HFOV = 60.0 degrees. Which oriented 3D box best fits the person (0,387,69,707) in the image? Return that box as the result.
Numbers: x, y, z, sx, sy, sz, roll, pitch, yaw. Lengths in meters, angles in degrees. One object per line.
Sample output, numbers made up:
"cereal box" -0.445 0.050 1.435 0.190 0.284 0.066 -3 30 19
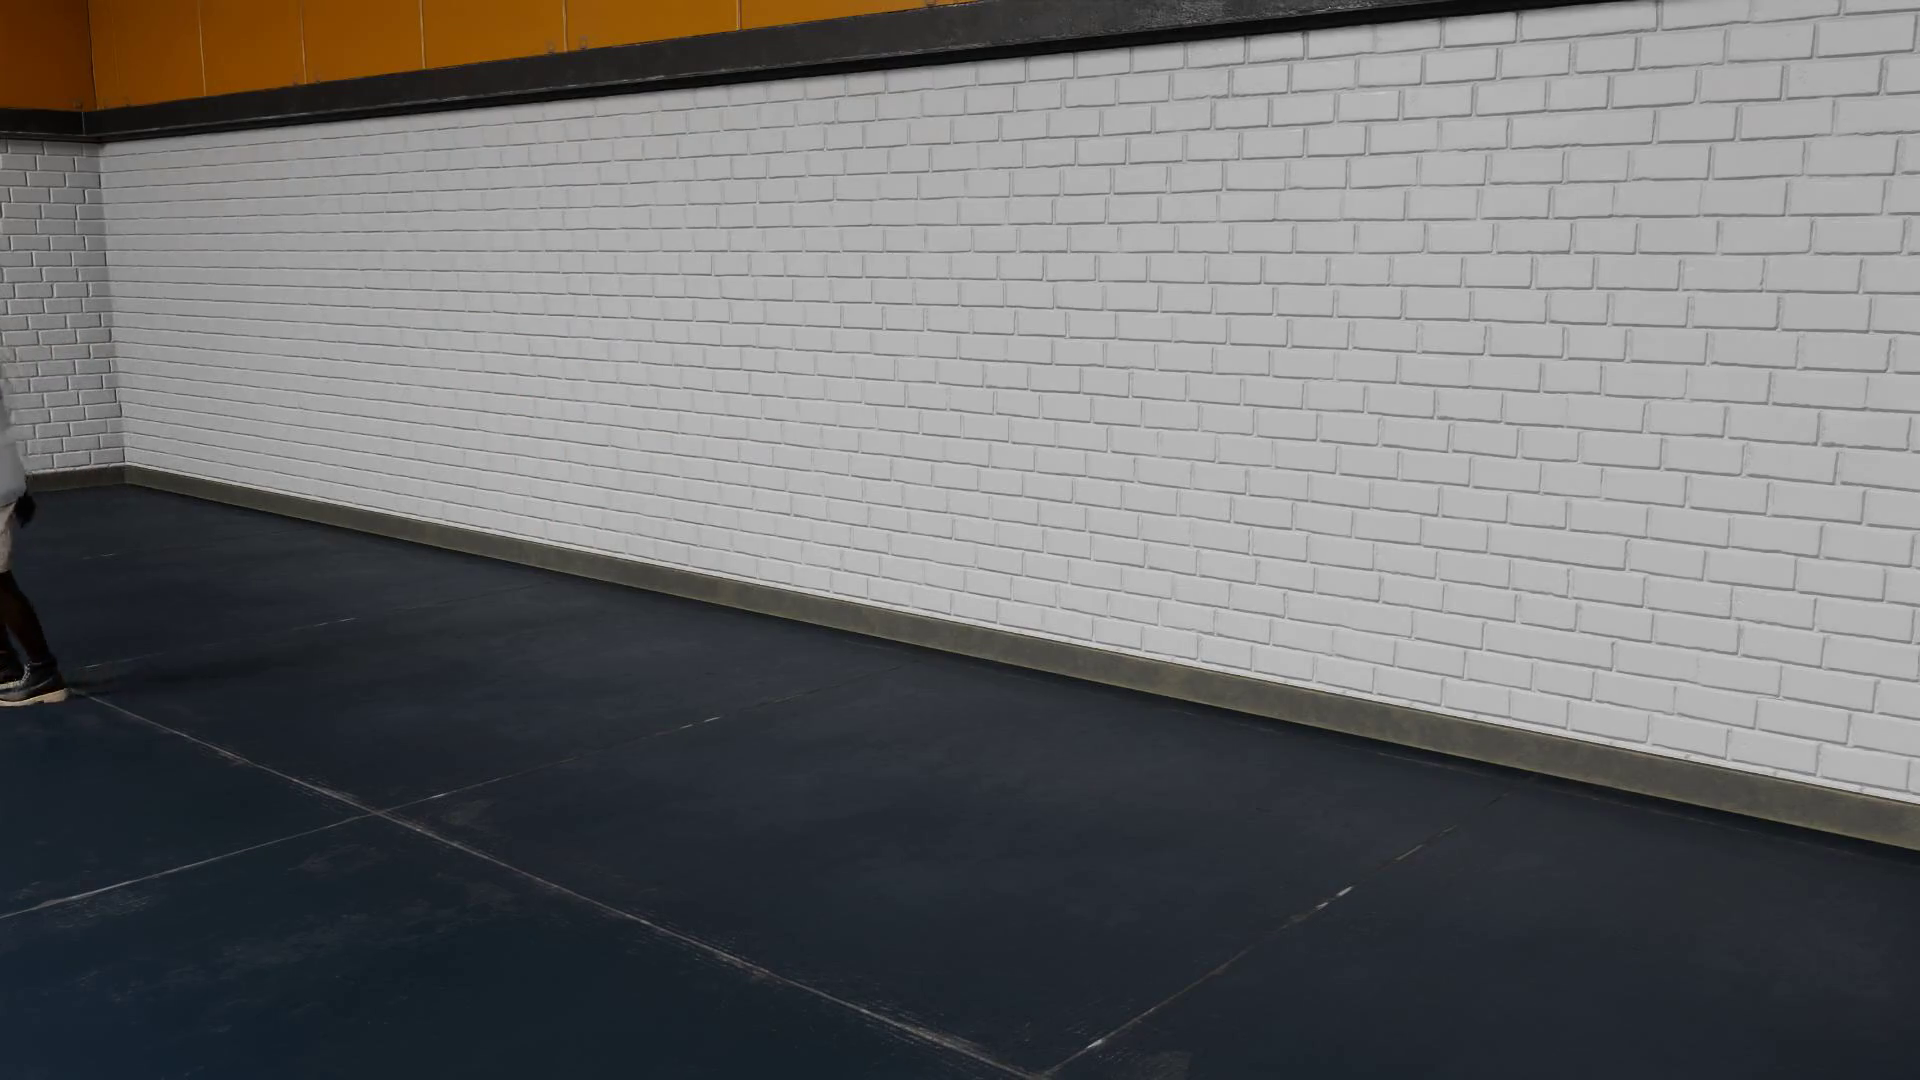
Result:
"person" -4.264 -0.199 7.236 0.596 1.920 0.623 -4 11 -22
